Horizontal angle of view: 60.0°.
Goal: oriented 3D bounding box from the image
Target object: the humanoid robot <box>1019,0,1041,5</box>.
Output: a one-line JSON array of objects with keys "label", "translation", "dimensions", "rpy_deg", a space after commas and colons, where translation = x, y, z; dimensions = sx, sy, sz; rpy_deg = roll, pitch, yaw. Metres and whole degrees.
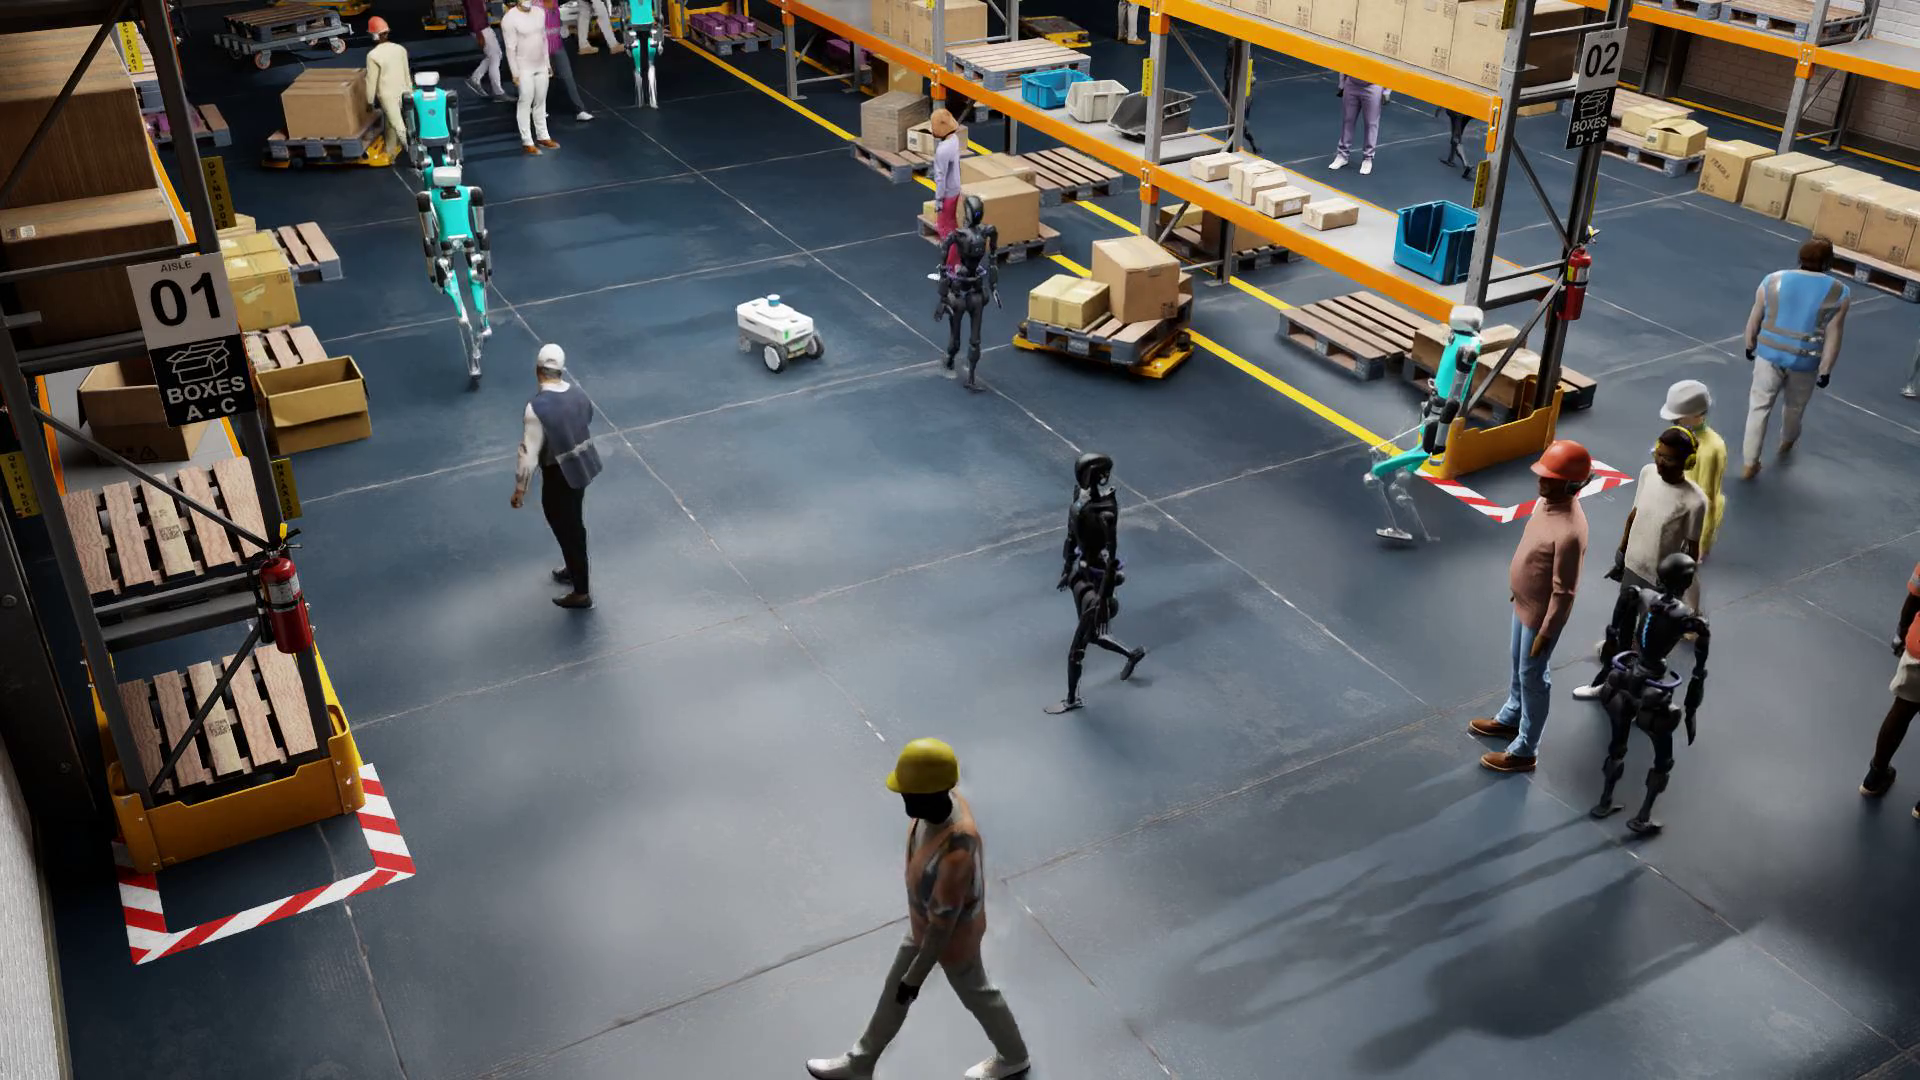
[{"label": "humanoid robot", "translation": [1.042, -9.263, 26.121], "dimensions": [0.385, 1.653, 0.592], "rpy_deg": [-17, 34, -27]}]

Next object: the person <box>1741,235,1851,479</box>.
[{"label": "person", "translation": [6.150, -1.397, 12.306], "dimensions": [0.648, 1.796, 0.939], "rpy_deg": [18, 34, 28]}]

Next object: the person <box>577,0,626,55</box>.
[{"label": "person", "translation": [-5.100, -7.757, 23.352], "dimensions": [0.729, 1.819, 0.656], "rpy_deg": [-15, 33, -25]}]

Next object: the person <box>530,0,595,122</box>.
[{"label": "person", "translation": [-5.018, -6.029, 20.371], "dimensions": [0.979, 1.791, 0.539], "rpy_deg": [18, 34, 28]}]

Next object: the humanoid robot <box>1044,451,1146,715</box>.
[{"label": "humanoid robot", "translation": [0.824, 0.230, 9.624], "dimensions": [0.684, 1.637, 0.607], "rpy_deg": [-11, 32, -18]}]

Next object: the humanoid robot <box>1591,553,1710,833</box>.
[{"label": "humanoid robot", "translation": [3.547, 0.786, 8.628], "dimensions": [0.321, 1.658, 0.603], "rpy_deg": [-20, 35, -31]}]

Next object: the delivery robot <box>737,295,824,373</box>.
[{"label": "delivery robot", "translation": [-1.569, -1.791, 14.254], "dimensions": [0.811, 0.609, 0.499], "rpy_deg": [26, 39, 38]}]

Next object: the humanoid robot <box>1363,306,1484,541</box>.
[{"label": "humanoid robot", "translation": [3.035, -0.716, 11.237], "dimensions": [0.759, 1.821, 0.530], "rpy_deg": [5, 30, 8]}]

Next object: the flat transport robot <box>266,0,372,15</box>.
[{"label": "flat transport robot", "translation": [-9.993, -8.336, 25.920], "dimensions": [1.431, 0.231, 0.659], "rpy_deg": [0, 30, 0]}]

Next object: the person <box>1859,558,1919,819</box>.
[{"label": "person", "translation": [5.199, 0.588, 8.696], "dimensions": [0.374, 1.957, 0.613], "rpy_deg": [-22, 36, -33]}]

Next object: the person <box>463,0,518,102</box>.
[{"label": "person", "translation": [-6.029, -6.493, 21.064], "dimensions": [0.562, 1.902, 0.519], "rpy_deg": [-2, 30, -3]}]

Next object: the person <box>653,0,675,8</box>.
[{"label": "person", "translation": [-4.646, -9.218, 25.965], "dimensions": [0.572, 1.748, 0.341], "rpy_deg": [-3, 30, -5]}]

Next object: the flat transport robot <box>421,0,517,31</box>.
[{"label": "flat transport robot", "translation": [-7.409, -7.928, 25.211], "dimensions": [1.431, 0.231, 0.659], "rpy_deg": [-10, 31, -17]}]

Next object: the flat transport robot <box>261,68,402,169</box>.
[{"label": "flat transport robot", "translation": [-7.263, -4.500, 19.243], "dimensions": [1.431, 0.231, 0.659], "rpy_deg": [-2, 30, -3]}]

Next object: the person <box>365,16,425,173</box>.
[{"label": "person", "translation": [-6.407, -5.002, 18.687], "dimensions": [0.877, 1.702, 0.573], "rpy_deg": [11, 32, 19]}]

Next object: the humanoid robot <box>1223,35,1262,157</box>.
[{"label": "humanoid robot", "translation": [3.248, -5.196, 19.043], "dimensions": [0.481, 1.637, 0.614], "rpy_deg": [-10, 31, -17]}]

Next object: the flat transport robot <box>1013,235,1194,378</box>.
[{"label": "flat transport robot", "translation": [1.243, -1.733, 14.426], "dimensions": [1.431, 0.231, 0.659], "rpy_deg": [17, 34, 27]}]

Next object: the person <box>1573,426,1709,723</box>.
[{"label": "person", "translation": [3.907, 0.199, 9.459], "dimensions": [0.315, 1.868, 0.532], "rpy_deg": [-12, 32, -19]}]

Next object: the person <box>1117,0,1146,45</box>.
[{"label": "person", "translation": [2.498, -8.109, 23.897], "dimensions": [0.374, 1.893, 0.581], "rpy_deg": [-14, 33, -22]}]

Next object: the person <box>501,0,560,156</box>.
[{"label": "person", "translation": [-4.959, -5.450, 19.226], "dimensions": [0.369, 1.936, 0.628], "rpy_deg": [18, 34, 28]}]

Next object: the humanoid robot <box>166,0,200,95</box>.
[{"label": "humanoid robot", "translation": [-10.281, -6.605, 21.557], "dimensions": [0.759, 1.617, 0.603], "rpy_deg": [13, 32, 21]}]

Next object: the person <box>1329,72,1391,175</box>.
[{"label": "person", "translation": [4.510, -5.055, 18.566], "dimensions": [0.639, 1.910, 0.405], "rpy_deg": [19, 35, 29]}]

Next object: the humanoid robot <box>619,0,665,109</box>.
[{"label": "humanoid robot", "translation": [-3.981, -6.237, 20.860], "dimensions": [0.531, 1.848, 0.744], "rpy_deg": [-8, 31, -13]}]

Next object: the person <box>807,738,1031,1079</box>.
[{"label": "person", "translation": [-0.140, 1.626, 6.971], "dimensions": [1.012, 1.867, 0.586], "rpy_deg": [-8, 31, -13]}]

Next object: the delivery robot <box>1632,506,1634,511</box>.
[{"label": "delivery robot", "translation": [4.874, -0.166, 11.404], "dimensions": [0.499, 0.587, 0.789], "rpy_deg": [14, 33, 23]}]

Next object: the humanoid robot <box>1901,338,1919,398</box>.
[{"label": "humanoid robot", "translation": [7.982, -1.956, 13.365], "dimensions": [0.532, 1.770, 0.857], "rpy_deg": [19, 35, 30]}]

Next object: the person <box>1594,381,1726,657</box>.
[{"label": "person", "translation": [4.313, -0.119, 10.057], "dimensions": [0.859, 1.821, 0.568], "rpy_deg": [1, 30, 1]}]

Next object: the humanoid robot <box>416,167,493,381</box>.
[{"label": "humanoid robot", "translation": [-4.073, -2.121, 13.704], "dimensions": [0.531, 1.788, 1.055], "rpy_deg": [-12, 32, -19]}]

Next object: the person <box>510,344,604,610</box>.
[{"label": "person", "translation": [-2.519, -0.400, 10.648], "dimensions": [0.453, 1.720, 0.789], "rpy_deg": [7, 31, 12]}]

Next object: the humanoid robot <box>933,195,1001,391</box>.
[{"label": "humanoid robot", "translation": [0.049, -2.023, 13.554], "dimensions": [0.611, 1.639, 0.606], "rpy_deg": [-18, 34, -28]}]

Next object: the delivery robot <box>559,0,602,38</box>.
[{"label": "delivery robot", "translation": [-5.655, -7.777, 24.630], "dimensions": [0.737, 0.564, 0.499], "rpy_deg": [-18, 35, -29]}]

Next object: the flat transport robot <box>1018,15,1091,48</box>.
[{"label": "flat transport robot", "translation": [1.360, -7.438, 24.358], "dimensions": [0.659, 0.231, 1.431], "rpy_deg": [-9, 31, -15]}]

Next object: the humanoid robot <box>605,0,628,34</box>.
[{"label": "humanoid robot", "translation": [-5.089, -8.314, 24.419], "dimensions": [0.551, 1.793, 0.686], "rpy_deg": [-1, 30, -2]}]

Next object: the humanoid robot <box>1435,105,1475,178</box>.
[{"label": "humanoid robot", "translation": [5.672, -4.910, 18.599], "dimensions": [0.589, 1.648, 0.754], "rpy_deg": [-10, 31, -17]}]

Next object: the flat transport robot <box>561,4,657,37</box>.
[{"label": "flat transport robot", "translation": [-5.246, -7.807, 25.001], "dimensions": [1.431, 0.231, 0.659], "rpy_deg": [-26, 39, -38]}]

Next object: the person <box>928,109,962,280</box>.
[{"label": "person", "translation": [-0.134, -3.267, 15.731], "dimensions": [0.292, 1.627, 0.505], "rpy_deg": [7, 31, 12]}]

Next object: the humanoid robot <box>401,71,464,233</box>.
[{"label": "humanoid robot", "translation": [-5.253, -3.863, 16.718], "dimensions": [0.548, 1.824, 0.881], "rpy_deg": [-9, 31, -15]}]

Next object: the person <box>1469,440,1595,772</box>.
[{"label": "person", "translation": [3.142, 0.355, 9.058], "dimensions": [0.372, 1.996, 0.621], "rpy_deg": [3, 30, 5]}]
